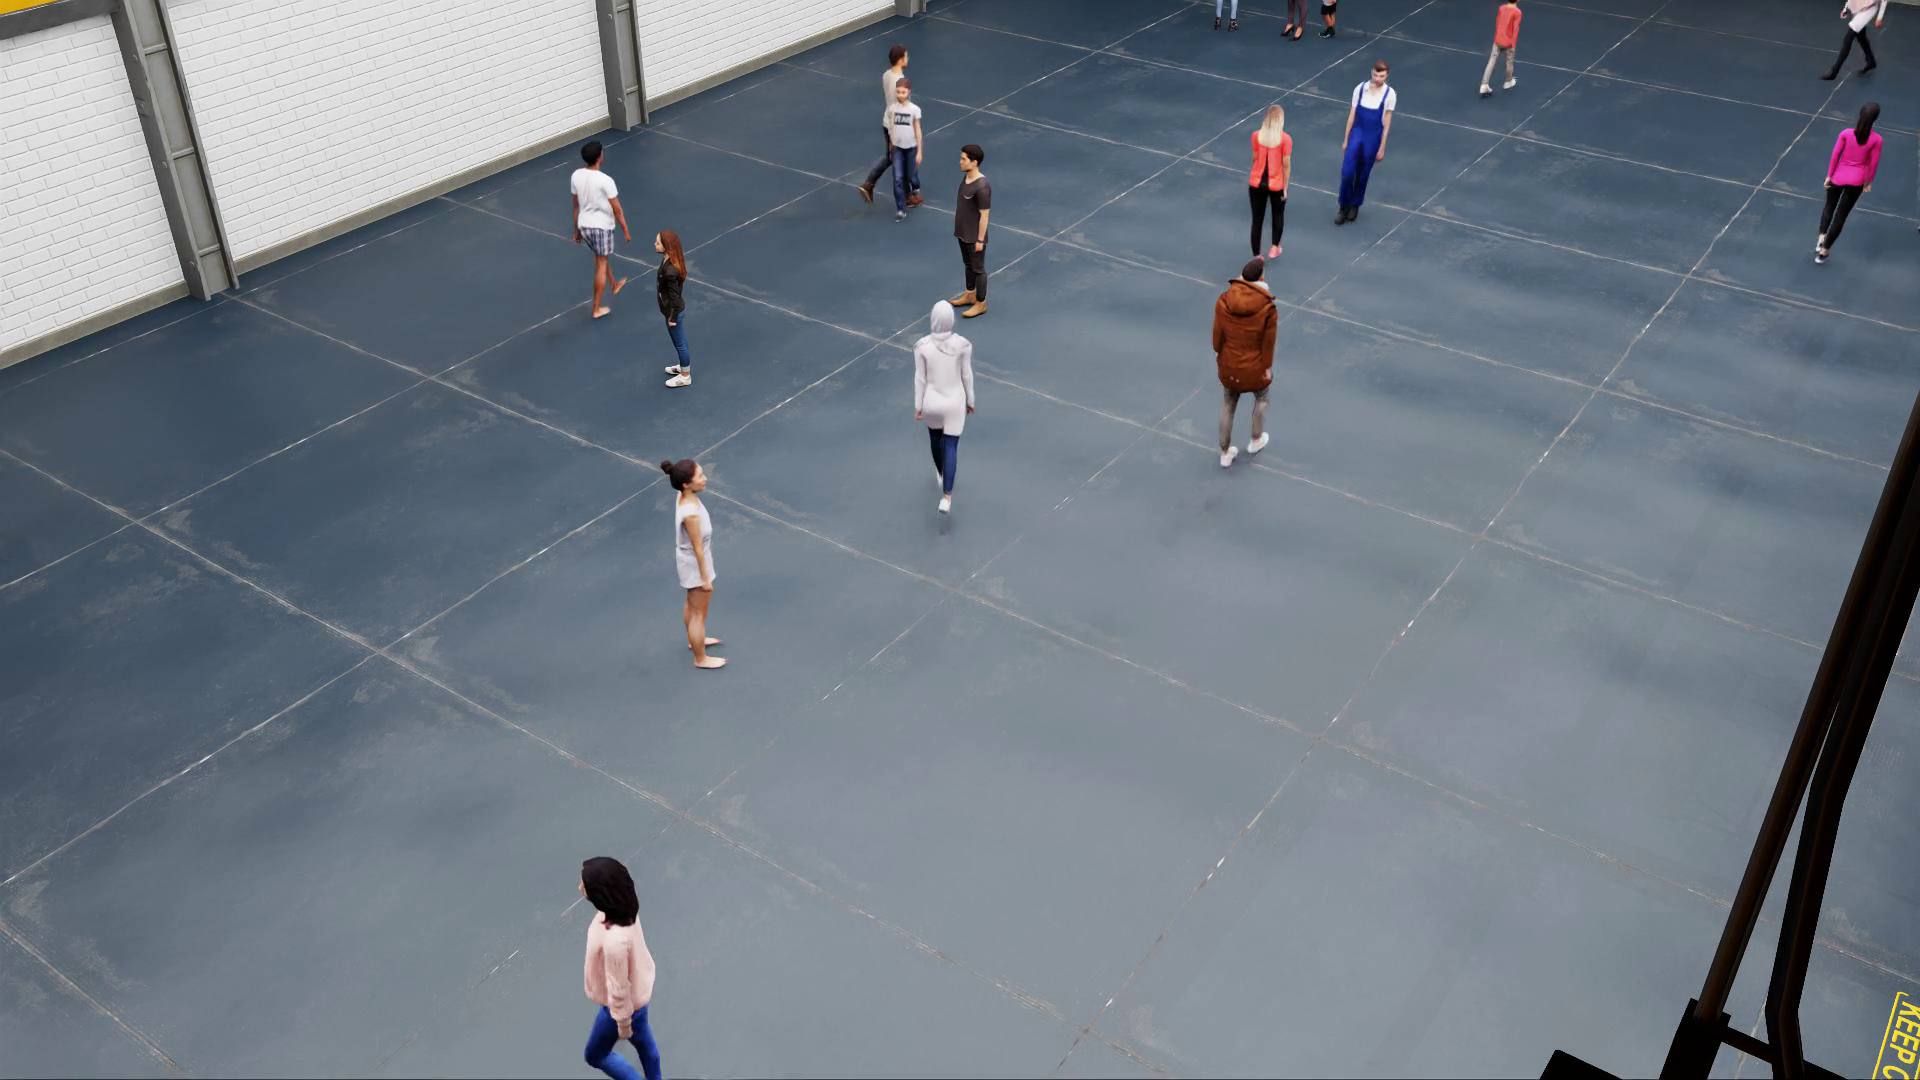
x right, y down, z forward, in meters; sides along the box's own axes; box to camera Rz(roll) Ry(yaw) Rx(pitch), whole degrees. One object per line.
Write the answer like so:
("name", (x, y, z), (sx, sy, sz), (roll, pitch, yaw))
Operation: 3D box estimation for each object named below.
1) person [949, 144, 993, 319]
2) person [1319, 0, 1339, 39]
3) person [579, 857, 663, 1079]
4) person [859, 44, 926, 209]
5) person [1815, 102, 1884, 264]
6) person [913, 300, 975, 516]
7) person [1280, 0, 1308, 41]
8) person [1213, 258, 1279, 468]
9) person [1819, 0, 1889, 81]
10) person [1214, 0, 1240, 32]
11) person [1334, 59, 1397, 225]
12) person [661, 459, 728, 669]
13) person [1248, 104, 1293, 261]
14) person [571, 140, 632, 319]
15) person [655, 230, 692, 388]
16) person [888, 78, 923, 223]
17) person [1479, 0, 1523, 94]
("person", (0.130, -3.026, 16.177), (0.724, 1.717, 0.708), (-13, 36, -19))
("person", (5.386, -7.835, 23.838), (0.659, 1.245, 0.582), (2, 34, 3))
("person", (-1.568, 2.243, 8.212), (0.833, 1.759, 0.742), (-1, 34, -1))
("person", (-0.776, -4.506, 18.283), (1.121, 1.850, 0.916), (-18, 38, -25))
("person", (9.128, -3.653, 17.152), (0.590, 1.682, 0.656), (23, 40, 30))
("person", (-0.132, -1.012, 13.123), (1.026, 1.744, 1.203), (1, 34, 2))
("person", (4.828, -7.990, 23.688), (0.677, 1.670, 0.680), (-18, 38, -25))
("person", (2.305, -1.407, 13.647), (0.763, 1.822, 0.867), (17, 37, 24))
("person", (12.092, -7.001, 22.121), (1.262, 1.758, 1.124), (-9, 35, -14))
("person", (3.899, -8.268, 24.062), (0.632, 1.719, 0.600), (12, 36, 18))
("person", (4.442, -4.366, 18.097), (0.762, 1.824, 0.822), (13, 36, 19))
("person", (-1.836, 0.145, 11.506), (0.690, 1.608, 0.648), (-9, 35, -13))
("person", (3.127, -3.584, 17.059), (0.711, 1.671, 0.855), (14, 36, 20))
("person", (-3.561, -2.969, 16.110), (0.766, 1.697, 1.043), (15, 36, 21))
("person", (-2.579, -2.103, 15.000), (0.699, 1.483, 0.638), (-5, 34, -8))
("person", (-0.592, -4.330, 18.296), (0.757, 1.542, 0.995), (8, 34, 11))
("person", (7.060, -6.489, 21.689), (0.974, 1.383, 0.659), (-26, 42, -34))
